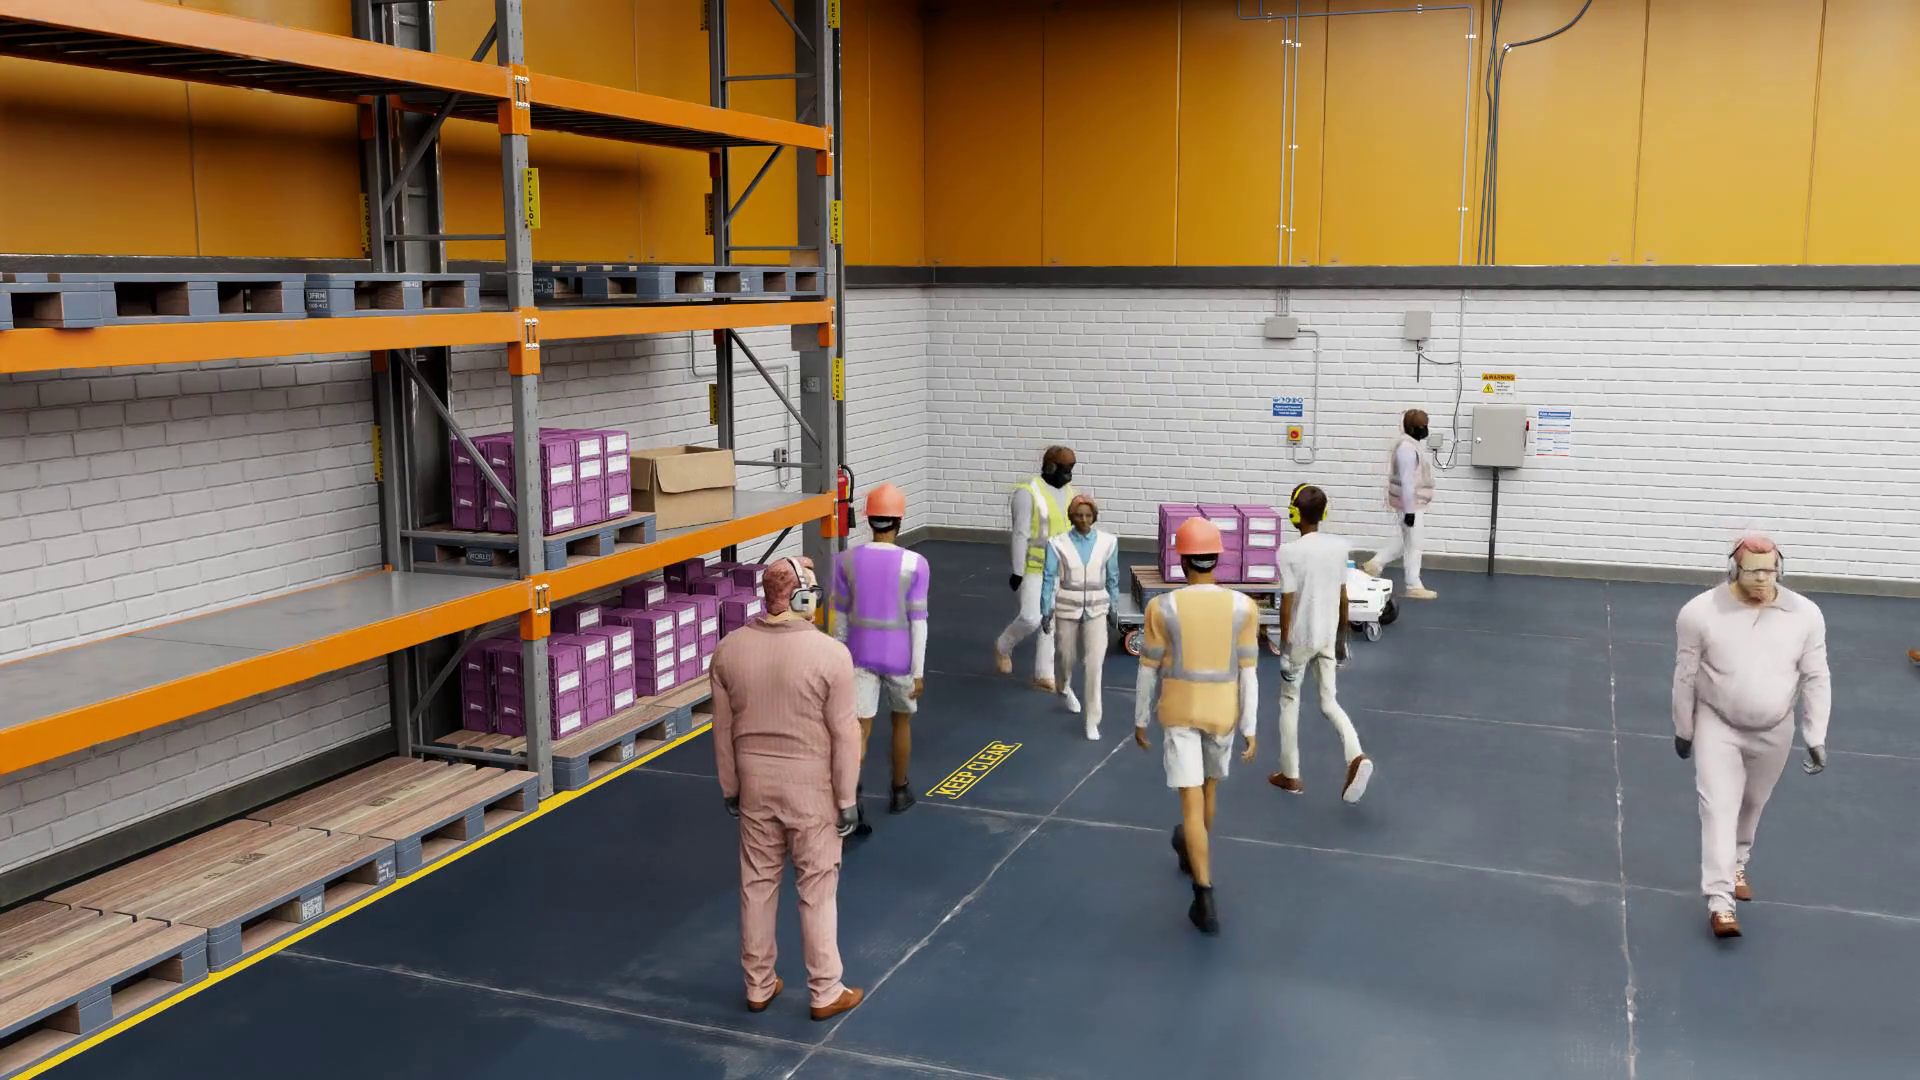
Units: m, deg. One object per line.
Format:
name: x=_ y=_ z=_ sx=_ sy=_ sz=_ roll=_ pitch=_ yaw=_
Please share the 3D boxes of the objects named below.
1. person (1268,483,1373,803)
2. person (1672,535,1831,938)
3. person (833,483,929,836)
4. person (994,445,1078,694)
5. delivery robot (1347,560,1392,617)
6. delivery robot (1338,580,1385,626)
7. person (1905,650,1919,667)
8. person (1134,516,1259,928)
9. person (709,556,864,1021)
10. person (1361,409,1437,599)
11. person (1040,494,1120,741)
person: x=2.068 y=0.604 z=9.547 sx=0.515 sy=1.852 sz=0.758 roll=-3 pitch=10 yaw=-20
person: x=3.685 y=0.886 z=7.785 sx=0.640 sy=1.844 sz=1.027 roll=2 pitch=9 yaw=11
person: x=-0.449 y=0.646 z=9.106 sx=0.554 sy=1.909 sz=0.885 roll=2 pitch=9 yaw=12
person: x=0.570 y=0.196 z=12.199 sx=0.667 sy=1.811 sz=0.621 roll=-8 pitch=12 yaw=-42
delivery robot: x=3.366 y=0.421 z=14.428 sx=0.707 sy=0.478 sz=0.477 roll=8 pitch=12 yaw=42
delivery robot: x=3.170 y=0.509 z=13.879 sx=0.707 sy=0.478 sz=0.477 roll=1 pitch=9 yaw=7
person: x=7.462 y=0.139 z=12.327 sx=0.644 sy=1.893 sz=0.924 roll=-4 pitch=10 yaw=-25
person: x=1.127 y=0.827 z=8.009 sx=0.560 sy=1.877 sz=1.046 roll=-1 pitch=9 yaw=-4
person: x=-0.688 y=1.009 z=6.812 sx=0.642 sy=1.905 sz=0.399 roll=4 pitch=10 yaw=21
person: x=4.150 y=-0.339 z=15.574 sx=0.612 sy=1.808 sz=0.644 roll=3 pitch=10 yaw=18
person: x=0.789 y=0.471 z=11.135 sx=0.546 sy=1.606 sz=0.770 roll=-1 pitch=9 yaw=-5
